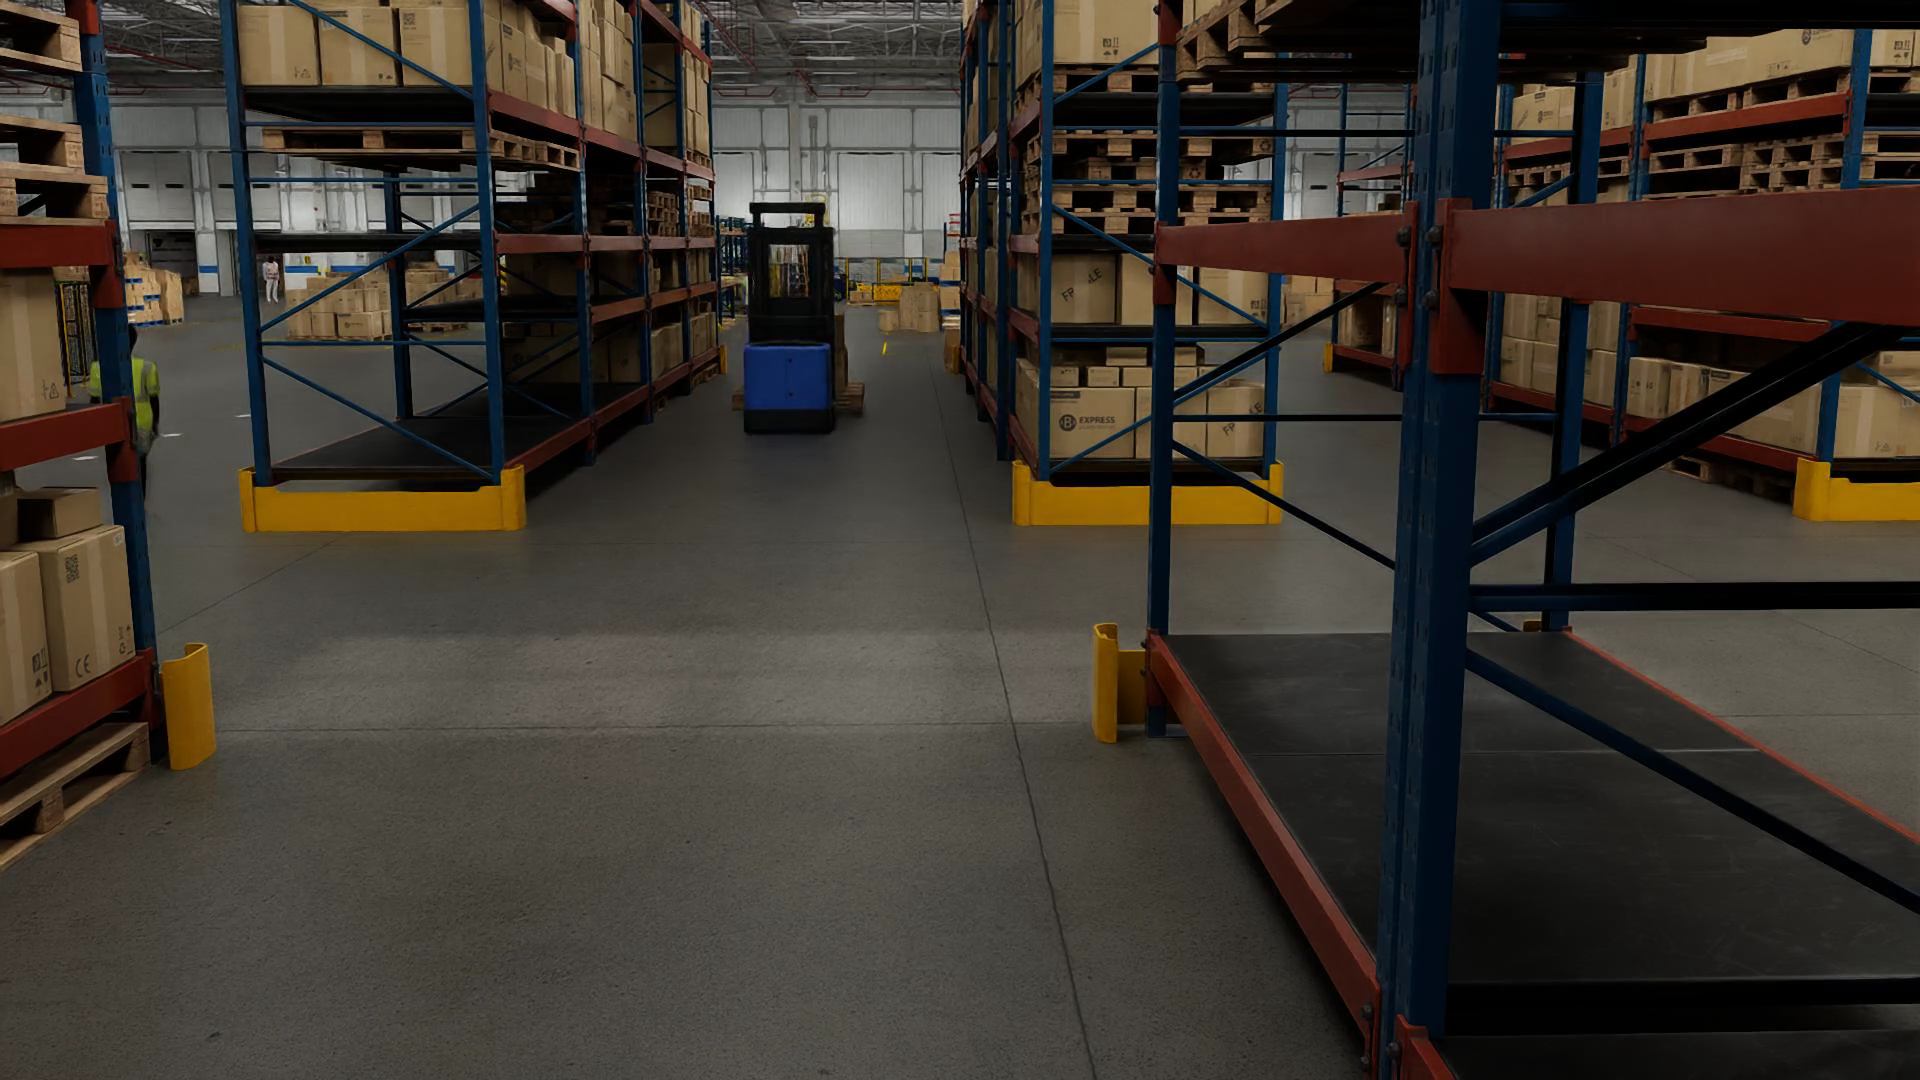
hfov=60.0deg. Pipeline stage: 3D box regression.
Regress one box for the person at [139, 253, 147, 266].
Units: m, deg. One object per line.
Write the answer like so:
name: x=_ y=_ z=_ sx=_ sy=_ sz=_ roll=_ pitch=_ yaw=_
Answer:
person: x=-32.481 y=-10.444 z=66.012 sx=0.792 sy=1.905 sz=0.591 roll=4 pitch=11 yaw=22

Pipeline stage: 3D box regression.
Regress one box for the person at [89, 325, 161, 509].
person: x=-7.006 y=-0.982 z=14.008 sx=0.532 sy=1.660 sz=0.858 roll=-7 pitch=12 yaw=-35

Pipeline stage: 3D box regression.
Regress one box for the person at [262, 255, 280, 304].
person: x=-25.916 y=-9.804 z=62.633 sx=0.430 sy=1.845 sz=0.619 roll=8 pitch=13 yaw=38

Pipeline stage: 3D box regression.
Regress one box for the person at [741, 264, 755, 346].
person: x=-4.514 y=-5.206 z=36.966 sx=0.614 sy=1.861 sz=1.017 roll=5 pitch=12 yaw=28

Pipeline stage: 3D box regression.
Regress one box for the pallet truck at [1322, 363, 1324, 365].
pallet truck: x=7.712 y=-4.157 z=30.737 sx=1.885 sy=1.965 sz=0.823 roll=3 pitch=11 yaw=16

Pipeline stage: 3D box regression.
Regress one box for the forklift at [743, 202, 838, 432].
forklift: x=-2.135 y=-2.822 z=20.839 sx=1.129 sy=2.768 sz=1.873 roll=0 pitch=10 yaw=-2

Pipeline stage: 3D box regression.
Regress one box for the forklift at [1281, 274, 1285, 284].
forklift: x=12.240 y=-10.302 z=62.509 sx=1.129 sy=2.768 sz=1.873 roll=0 pitch=10 yaw=-2
